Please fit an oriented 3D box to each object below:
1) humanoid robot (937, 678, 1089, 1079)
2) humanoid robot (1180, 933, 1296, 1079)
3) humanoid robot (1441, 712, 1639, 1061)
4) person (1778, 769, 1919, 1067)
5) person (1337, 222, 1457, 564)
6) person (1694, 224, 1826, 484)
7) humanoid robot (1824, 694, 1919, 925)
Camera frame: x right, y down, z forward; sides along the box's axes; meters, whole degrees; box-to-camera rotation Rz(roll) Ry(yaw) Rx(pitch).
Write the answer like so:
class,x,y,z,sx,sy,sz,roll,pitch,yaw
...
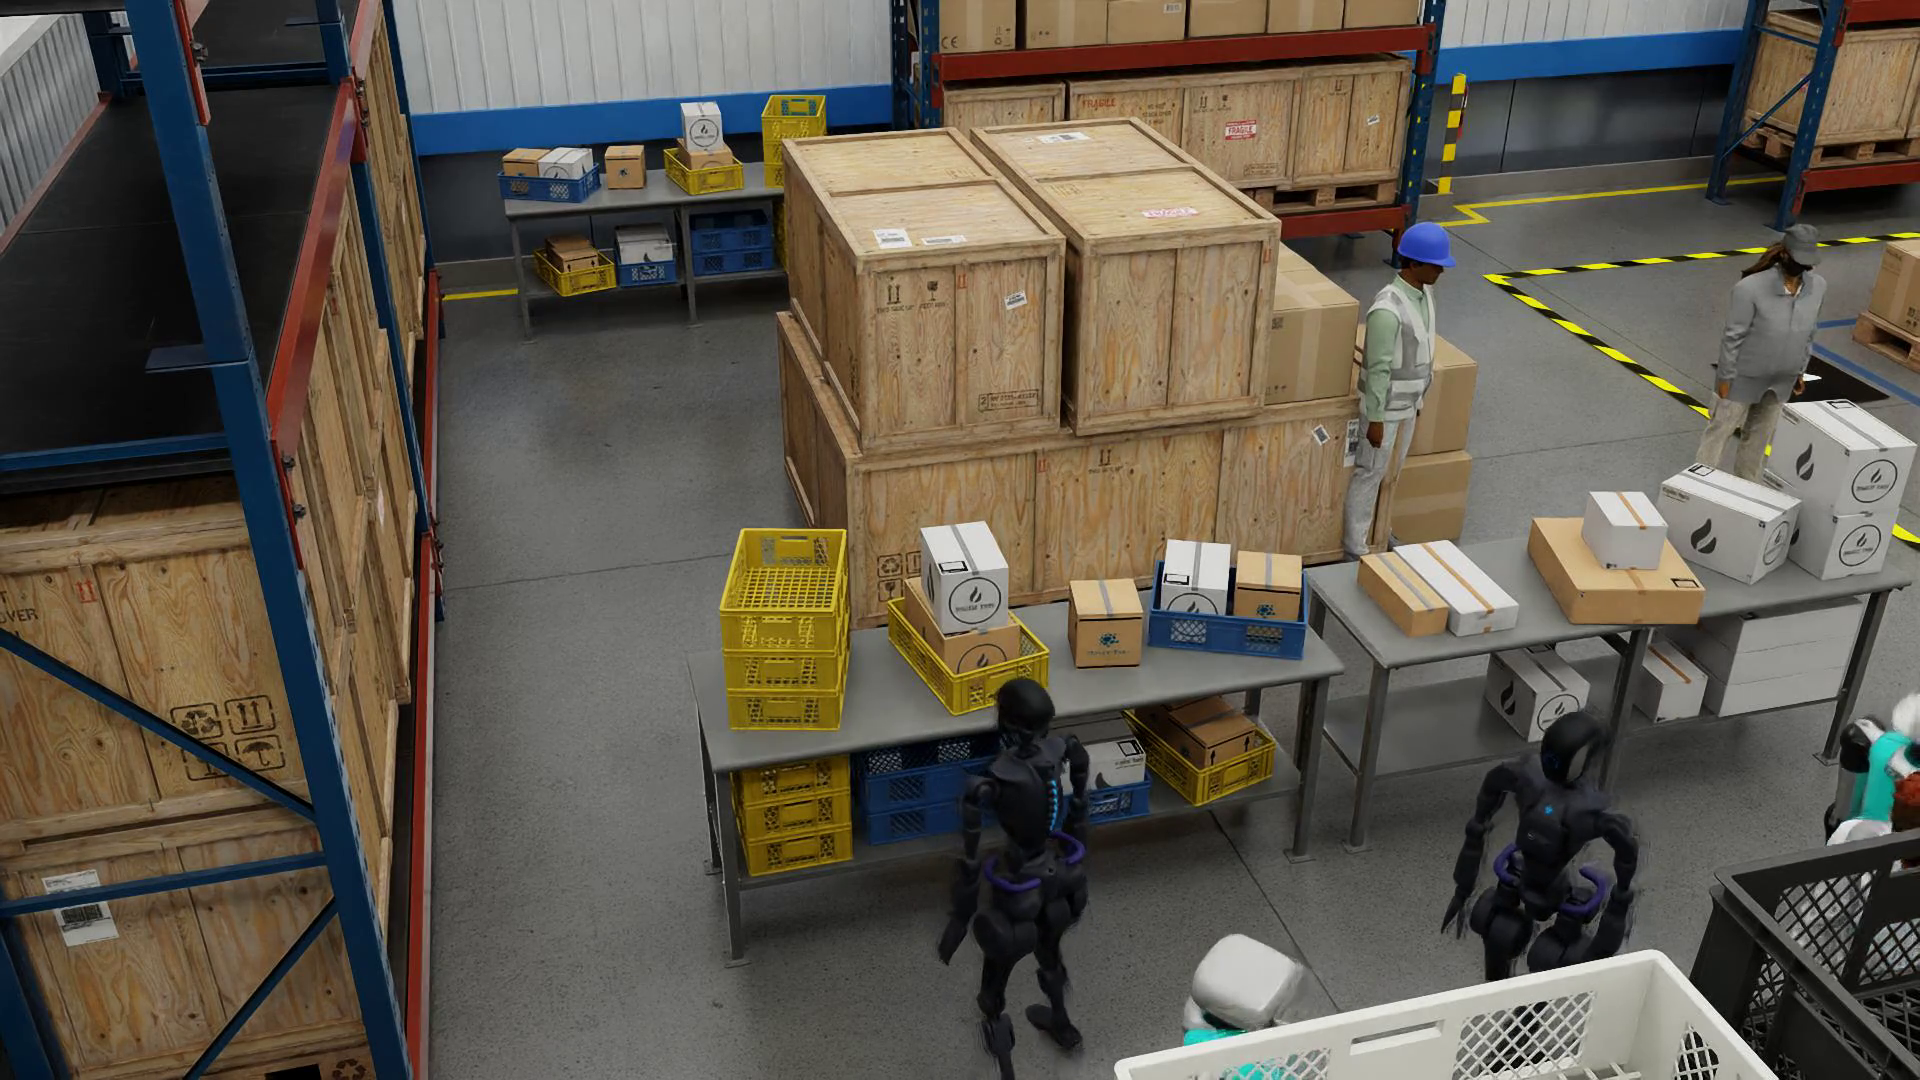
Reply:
class,x,y,z,sx,sy,sz,roll,pitch,yaw
humanoid robot,0.231,1.183,5.524,0.593,1.643,0.414,-22,36,-35
humanoid robot,0.953,1.857,4.300,0.859,1.844,0.547,12,31,20
humanoid robot,1.918,1.233,5.487,0.610,1.643,0.764,24,37,37
person,2.703,1.431,4.872,0.707,1.849,0.586,-17,33,-28
person,2.278,-0.727,8.710,0.411,1.939,0.602,19,34,31
person,4.432,-0.915,9.228,0.562,1.762,0.404,-5,29,-9
humanoid robot,3.131,1.211,5.426,0.817,1.792,0.532,-15,32,-26
